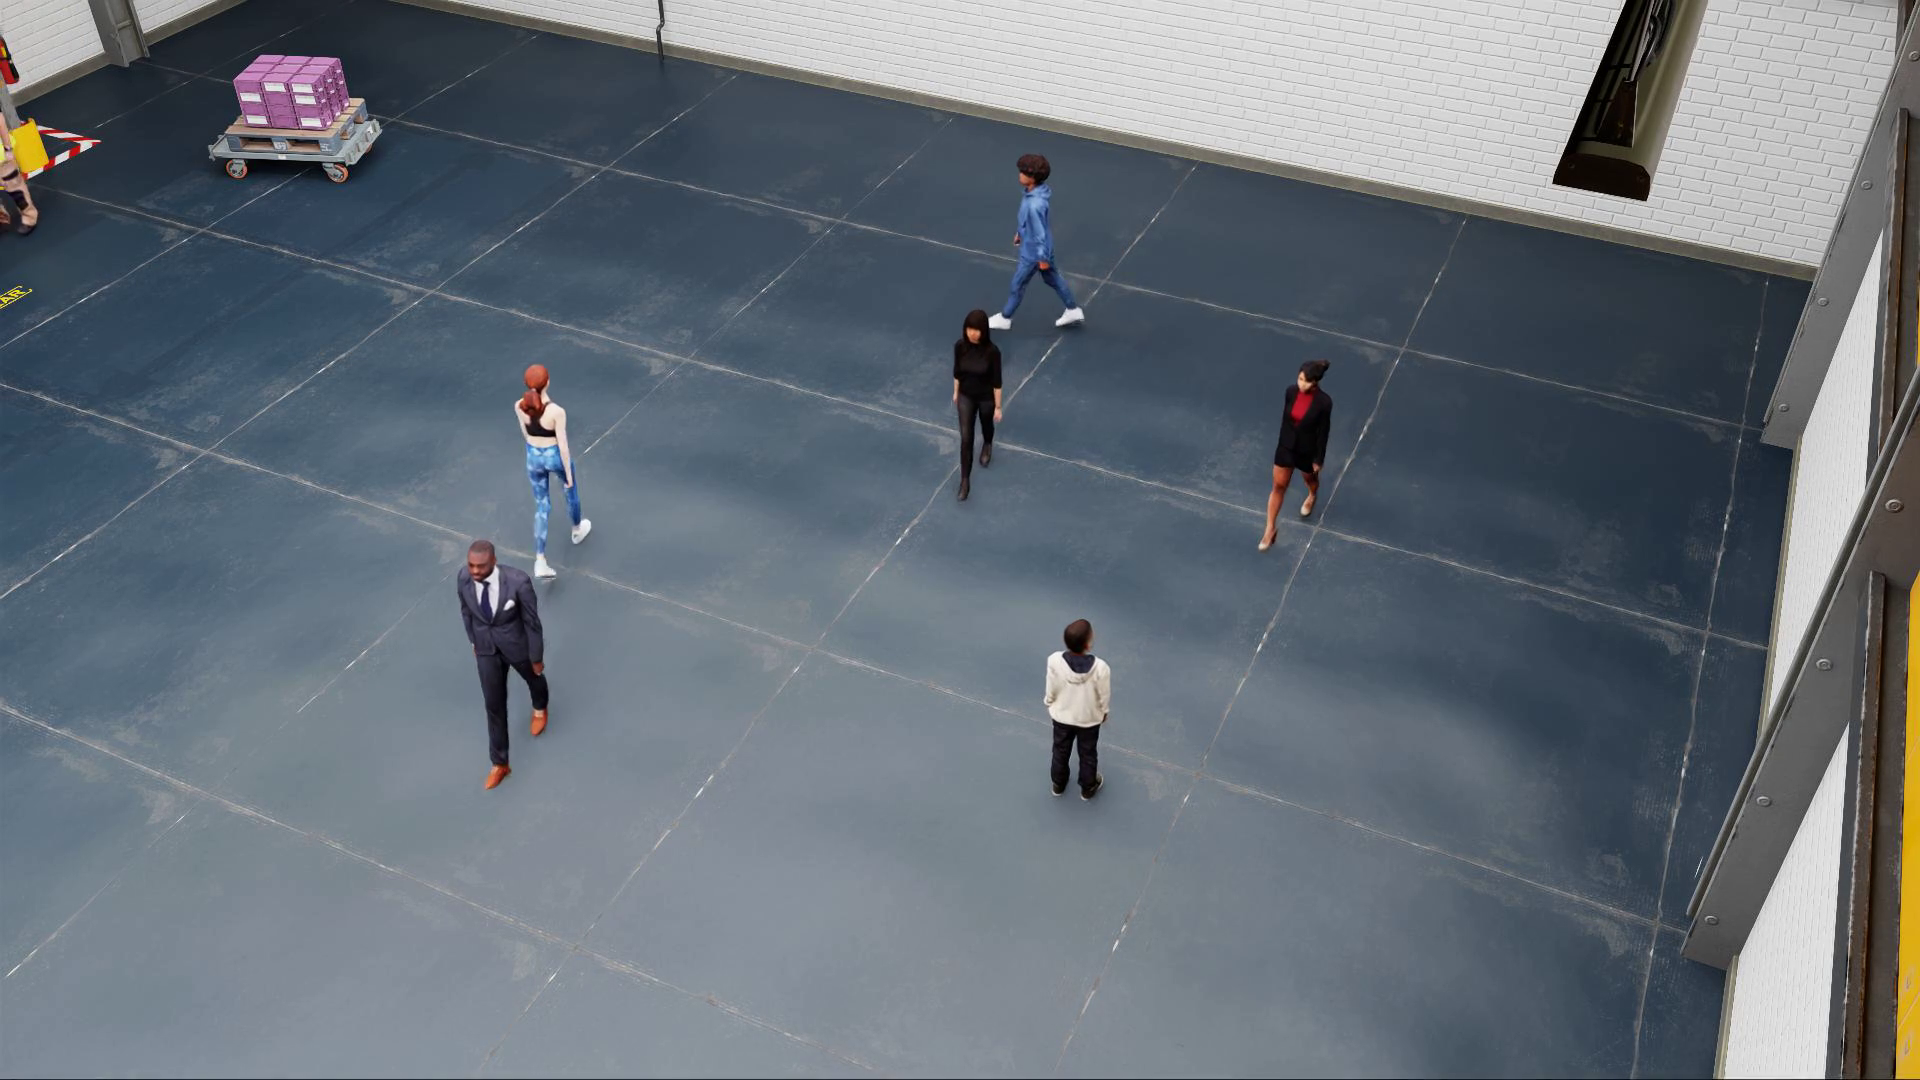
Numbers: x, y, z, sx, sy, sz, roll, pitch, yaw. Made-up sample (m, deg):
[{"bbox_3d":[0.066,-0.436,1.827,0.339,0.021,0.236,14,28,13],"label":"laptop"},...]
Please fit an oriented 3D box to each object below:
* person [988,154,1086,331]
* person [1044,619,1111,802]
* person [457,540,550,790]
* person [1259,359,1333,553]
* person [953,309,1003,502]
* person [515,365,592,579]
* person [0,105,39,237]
[{"bbox_3d":[0.795,-2.696,15.316,1.018,1.771,1.236,3,39,4],"label":"person"},{"bbox_3d":[0.755,1.120,10.793,0.602,1.451,0.548,11,40,14],"label":"person"},{"bbox_3d":[-2.990,0.680,11.085,0.990,1.777,1.269,2,39,3],"label":"person"},{"bbox_3d":[2.682,-0.699,12.952,0.690,1.600,1.037,24,44,27],"label":"person"},{"bbox_3d":[0.168,-1.194,13.569,0.755,1.604,1.140,8,39,10],"label":"person"},{"bbox_3d":[-3.146,-0.487,12.566,0.799,1.751,1.187,4,39,5],"label":"person"},{"bbox_3d":[-9.785,-3.979,16.876,0.817,1.830,0.885,6,39,8],"label":"person"}]
